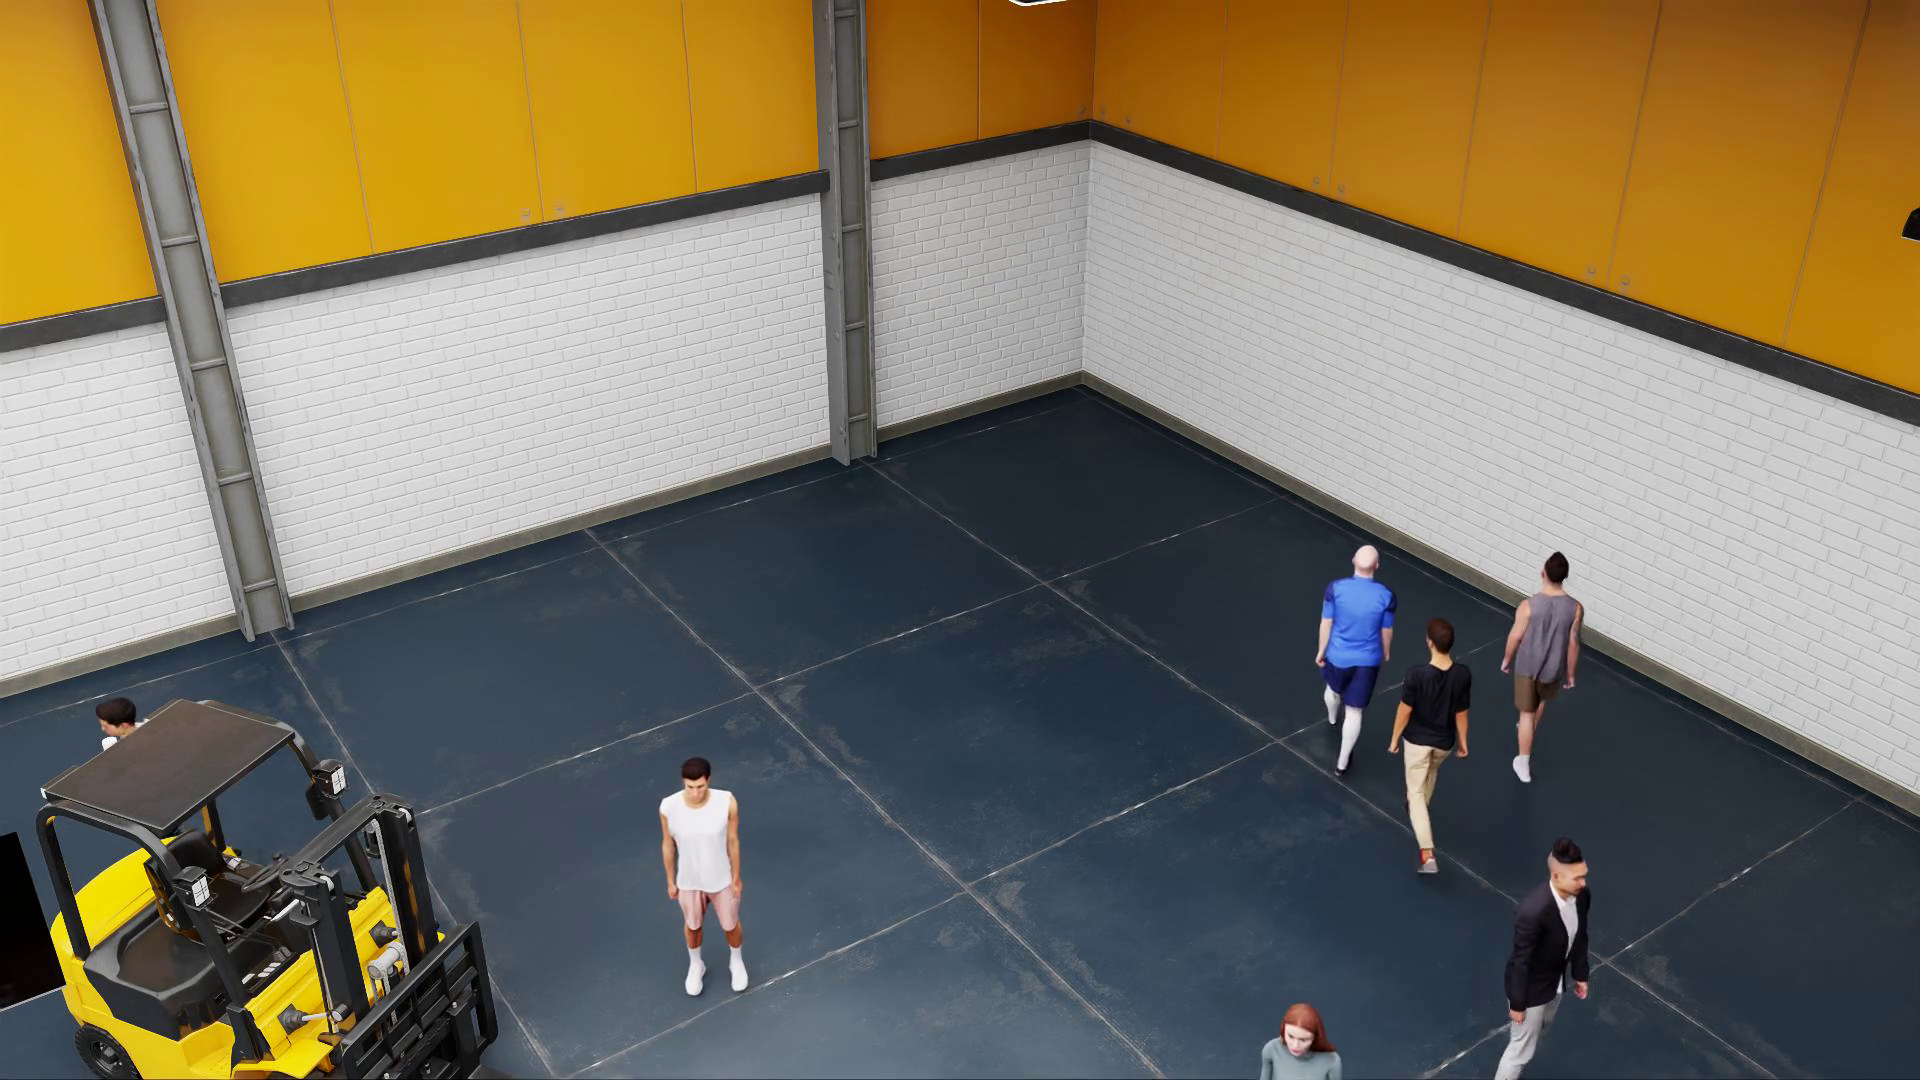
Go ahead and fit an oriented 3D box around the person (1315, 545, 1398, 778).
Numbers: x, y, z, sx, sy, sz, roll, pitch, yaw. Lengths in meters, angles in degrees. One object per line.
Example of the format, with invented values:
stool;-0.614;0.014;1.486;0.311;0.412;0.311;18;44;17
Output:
person;2.888;0.921;12.291;1.046;1.804;1.198;10;30;17

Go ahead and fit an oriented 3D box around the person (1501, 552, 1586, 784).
person;4.268;0.981;12.214;1.001;1.823;1.049;2;29;4

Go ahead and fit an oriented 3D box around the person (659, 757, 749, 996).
person;-1.559;2.043;10.260;0.681;1.780;0.781;-1;29;-2

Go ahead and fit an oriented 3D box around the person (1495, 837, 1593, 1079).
person;3.227;2.437;9.360;0.609;1.949;0.794;-23;36;-36

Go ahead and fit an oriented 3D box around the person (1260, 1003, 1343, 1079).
person;1.749;3.009;8.566;1.047;1.706;1.195;8;30;15

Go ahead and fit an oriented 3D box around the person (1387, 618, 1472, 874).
person;3.225;1.440;11.338;1.208;1.806;1.103;-3;29;-6

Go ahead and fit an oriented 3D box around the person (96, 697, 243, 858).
person;-5.225;1.720;10.943;0.982;1.693;0.791;-8;30;-14
